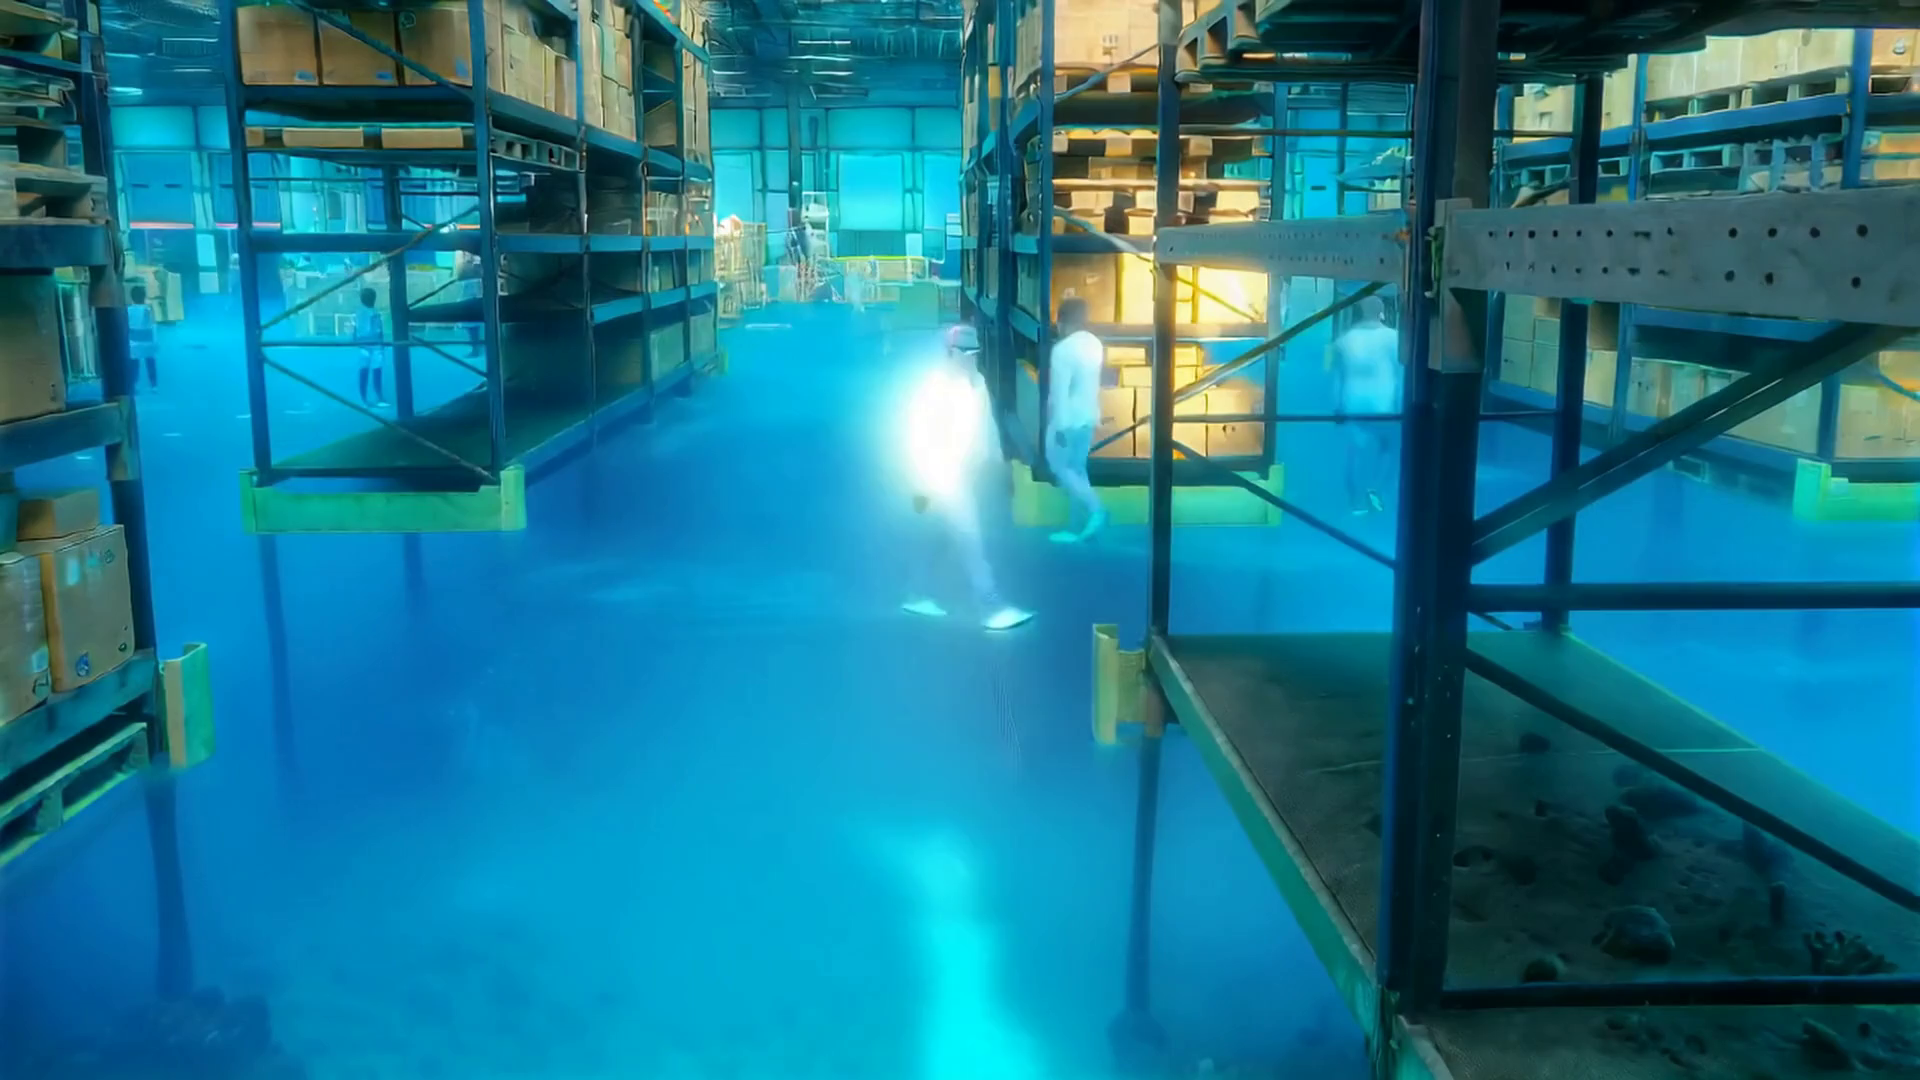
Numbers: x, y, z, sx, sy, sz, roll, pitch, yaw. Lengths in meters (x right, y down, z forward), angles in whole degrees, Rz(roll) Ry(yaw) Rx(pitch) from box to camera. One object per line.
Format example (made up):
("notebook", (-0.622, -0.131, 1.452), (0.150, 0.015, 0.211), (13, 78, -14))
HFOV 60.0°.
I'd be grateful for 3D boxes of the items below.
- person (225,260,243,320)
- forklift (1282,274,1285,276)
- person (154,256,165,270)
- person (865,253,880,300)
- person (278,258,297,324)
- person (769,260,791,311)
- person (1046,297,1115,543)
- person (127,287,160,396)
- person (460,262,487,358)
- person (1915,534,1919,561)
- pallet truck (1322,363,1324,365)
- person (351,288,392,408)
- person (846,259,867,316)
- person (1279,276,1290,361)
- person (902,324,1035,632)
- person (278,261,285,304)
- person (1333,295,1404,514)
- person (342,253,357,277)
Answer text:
("person", (-21.596, -7.483, 49.808), (0.853, 1.808, 0.617), (-4, 11, -20))
("forklift", (12.240, -10.302, 62.509), (1.129, 2.768, 1.873), (0, 10, -2))
("person", (-25.269, -8.005, 52.436), (0.851, 1.910, 0.638), (-7, 12, -33))
("person", (-3.420, -10.224, 64.847), (0.573, 1.887, 0.355), (0, 10, 3))
("person", (-19.172, -7.106, 47.509), (0.326, 1.876, 0.518), (10, 14, 44))
("person", (-6.109, -8.604, 56.299), (0.872, 1.700, 0.508), (-4, 11, -23))
("person", (0.940, -0.901, 12.792), (0.546, 1.927, 0.626), (7, 13, 35))
("person", (-12.574, -3.049, 25.516), (0.538, 1.657, 0.875), (-2, 10, -10))
("person", (-9.742, -4.633, 33.578), (0.580, 1.937, 0.841), (-8, 13, -36))
("person", (7.476, -0.837, 12.210), (0.916, 2.002, 0.640), (-3, 11, -16))
("pallet truck", (7.712, -4.157, 30.737), (1.885, 1.965, 0.823), (3, 11, 16))
("person", (-8.316, -2.699, 23.463), (0.529, 1.694, 0.321), (3, 11, 18))
("person", (-3.238, -7.961, 52.471), (0.507, 1.818, 0.854), (10, 14, 43))
("person", (6.267, -4.352, 32.702), (0.490, 1.677, 0.551), (-1, 10, -4))
("person", (0.026, -0.382, 10.126), (1.011, 1.852, 0.661), (5, 11, 25))
("person", (-24.549, -9.342, 60.476), (0.395, 1.684, 0.554), (-5, 11, -25))
("person", (3.544, -1.156, 14.311), (0.675, 1.891, 0.427), (5, 12, 28))
("person", (-23.429, -10.035, 63.780), (0.586, 1.901, 0.879), (-8, 13, -38))
